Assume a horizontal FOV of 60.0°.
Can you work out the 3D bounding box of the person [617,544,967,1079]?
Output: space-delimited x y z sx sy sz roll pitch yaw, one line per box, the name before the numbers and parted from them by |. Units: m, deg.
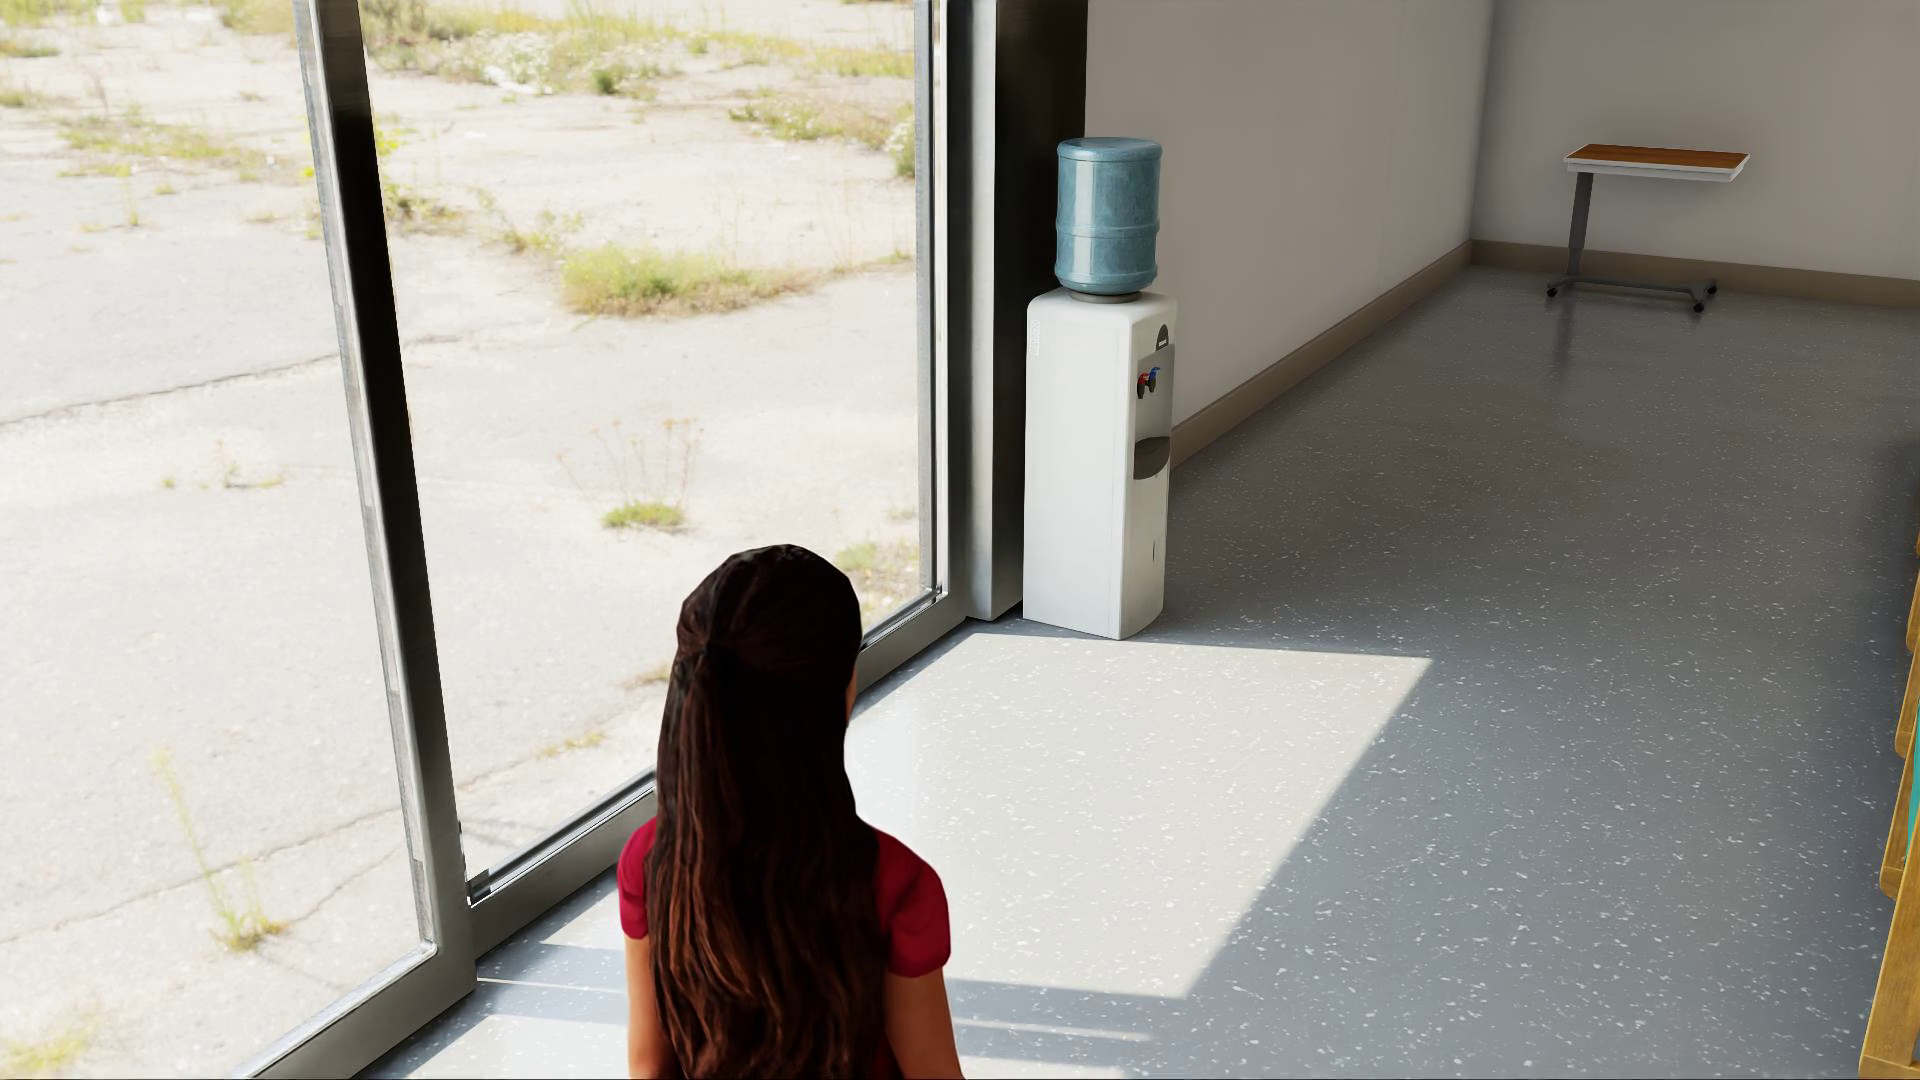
person | -0.181 0.737 1.841 0.627 1.554 0.685 4 21 10
